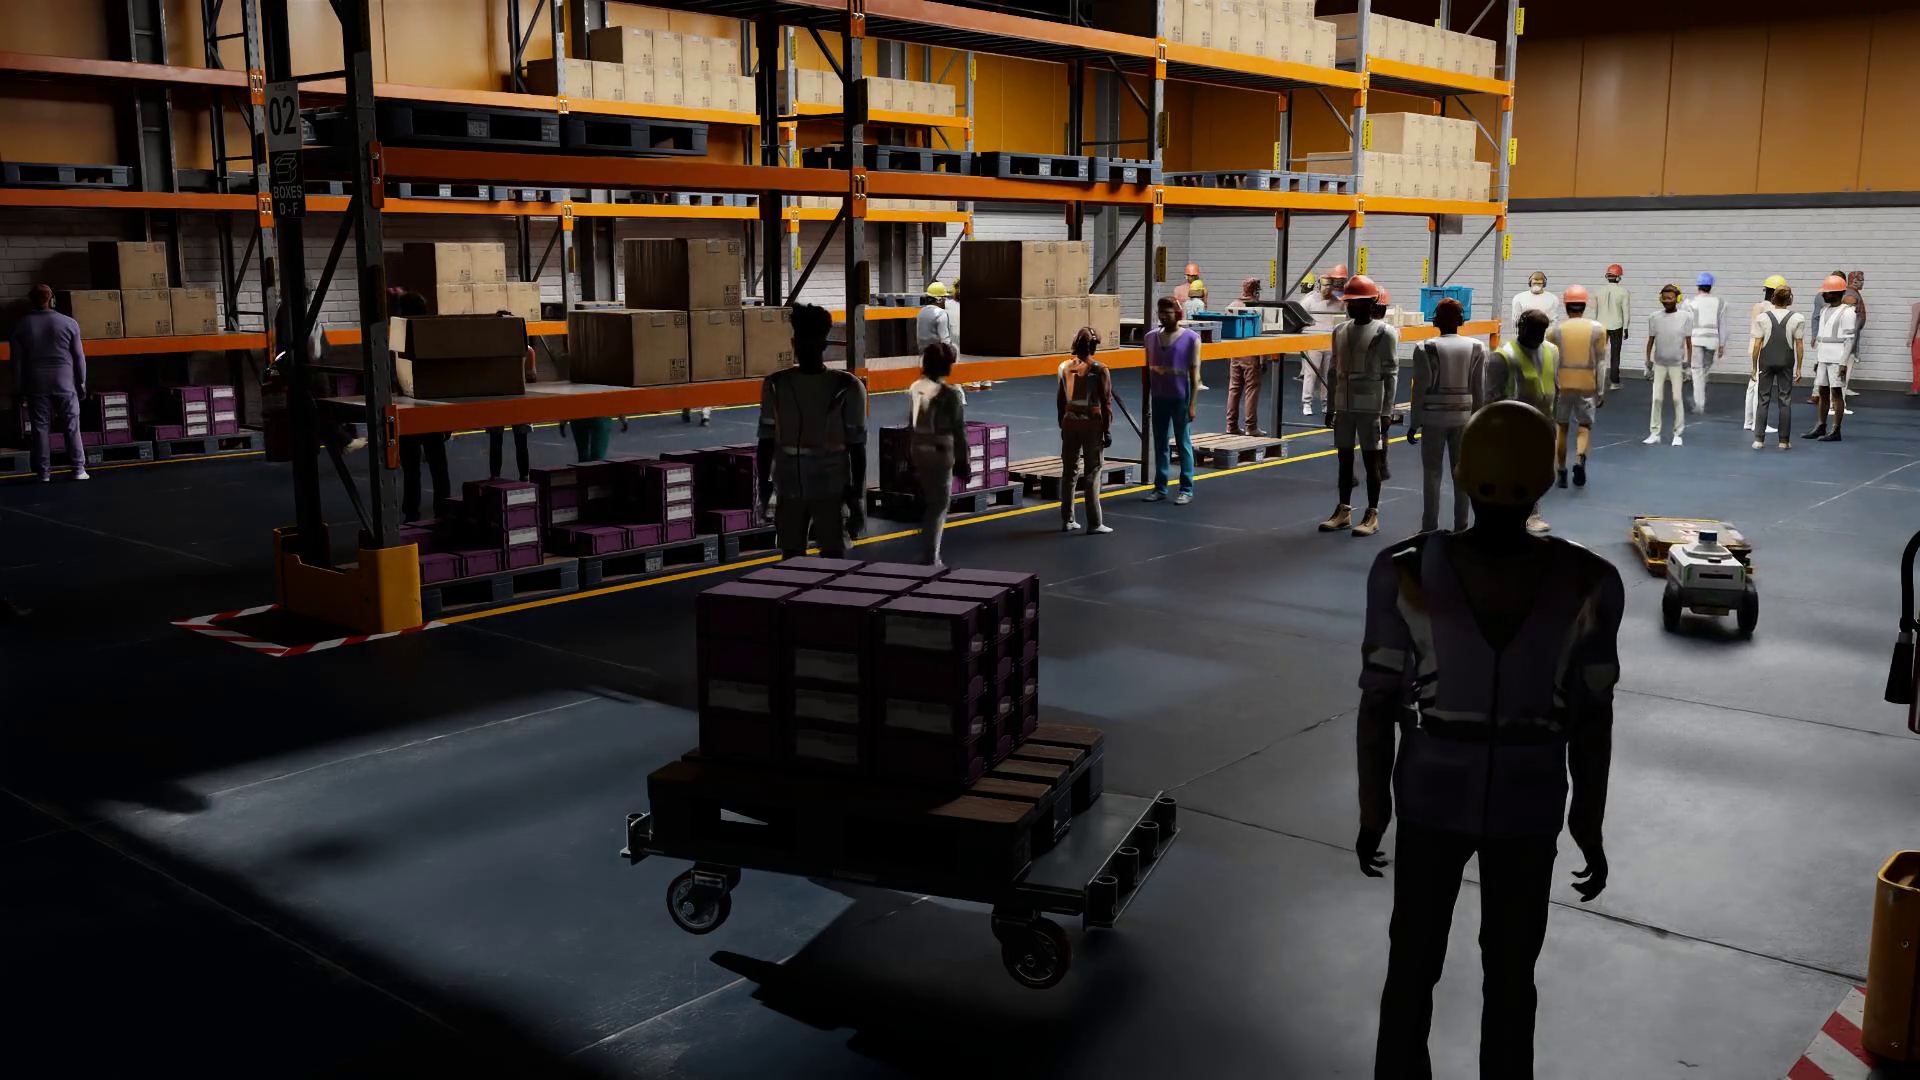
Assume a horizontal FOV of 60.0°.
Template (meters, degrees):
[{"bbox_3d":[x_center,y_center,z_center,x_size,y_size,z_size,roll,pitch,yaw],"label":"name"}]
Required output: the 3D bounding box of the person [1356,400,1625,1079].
[{"bbox_3d":[1.221,0.627,3.888,0.585,1.917,0.381,2,10,10],"label":"person"}]

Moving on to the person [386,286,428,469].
[{"bbox_3d":[-5.681,-1.651,17.001,0.496,1.867,0.599,-9,14,-42],"label":"person"}]

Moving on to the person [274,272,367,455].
[{"bbox_3d":[-6.987,-1.905,17.956,0.693,2.000,0.953,8,13,38],"label":"person"}]

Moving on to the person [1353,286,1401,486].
[{"bbox_3d":[3.899,-1.463,15.867,0.555,1.902,0.958,6,12,32],"label":"person"}]

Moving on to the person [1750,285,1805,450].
[{"bbox_3d":[9.152,-1.929,18.644,0.517,1.843,0.325,5,11,26],"label":"person"}]

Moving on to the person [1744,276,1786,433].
[{"bbox_3d":[9.915,-2.283,20.457,0.382,1.917,0.585,1,10,8],"label":"person"}]

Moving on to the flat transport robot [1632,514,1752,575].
[{"bbox_3d":[5.270,0.021,12.023,0.652,0.197,1.431,3,10,17],"label":"flat transport robot"}]

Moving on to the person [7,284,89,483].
[{"bbox_3d":[-8.761,-1.498,16.017,0.638,1.911,0.406,-5,11,-26],"label":"person"}]

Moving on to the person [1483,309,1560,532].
[{"bbox_3d":[4.361,-0.904,13.008,0.776,1.796,0.540,-4,11,-20],"label":"person"}]

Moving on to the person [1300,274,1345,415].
[{"bbox_3d":[4.908,-2.631,22.479,0.652,1.904,0.402,-2,10,-12],"label":"person"}]

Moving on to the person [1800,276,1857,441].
[{"bbox_3d":[10.187,-2.117,19.465,0.375,1.934,0.547,-1,10,-8],"label":"person"}]

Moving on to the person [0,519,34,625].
[{"bbox_3d":[-5.938,-0.367,9.649,0.566,1.895,0.890,5,11,25],"label":"person"}]

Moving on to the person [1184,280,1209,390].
[{"bbox_3d":[3.775,-3.278,26.617,0.296,1.745,0.485,-6,12,-30],"label":"person"}]

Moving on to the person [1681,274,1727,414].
[{"bbox_3d":[10.189,-2.714,22.960,0.608,1.891,1.004,0,10,1],"label":"person"}]

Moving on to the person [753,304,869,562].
[{"bbox_3d":[-0.801,-0.267,8.875,0.675,1.963,0.387,3,10,15],"label":"person"}]

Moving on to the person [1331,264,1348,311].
[{"bbox_3d":[5.427,-2.893,23.647,0.619,2.021,0.792,-1,10,-8],"label":"person"}]

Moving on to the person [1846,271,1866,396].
[{"bbox_3d":[13.689,-3.176,25.576,0.399,1.907,0.644,2,10,12],"label":"person"}]

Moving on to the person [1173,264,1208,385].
[{"bbox_3d":[3.802,-3.548,27.437,0.612,1.995,0.382,-3,10,-15],"label":"person"}]

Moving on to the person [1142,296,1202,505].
[{"bbox_3d":[1.872,-1.228,14.691,0.564,1.835,0.385,8,13,38],"label":"person"}]

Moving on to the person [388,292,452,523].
[{"bbox_3d":[-4.197,-0.963,12.950,0.592,1.917,0.392,2,10,11],"label":"person"}]

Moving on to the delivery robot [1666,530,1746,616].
[{"bbox_3d":[4.496,0.182,10.031,0.477,0.478,0.707,3,10,14],"label":"delivery robot"}]

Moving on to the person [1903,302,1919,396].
[{"bbox_3d":[14.727,-3.079,25.421,0.534,1.767,0.318,-1,10,-8],"label":"person"}]

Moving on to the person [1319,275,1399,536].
[{"bbox_3d":[3.121,-1.050,13.079,0.378,2.041,0.616,-8,13,-40],"label":"person"}]

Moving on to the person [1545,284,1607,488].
[{"bbox_3d":[5.732,-1.423,15.542,0.571,1.924,0.504,3,10,17],"label":"person"}]

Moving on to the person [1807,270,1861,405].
[{"bbox_3d":[12.616,-2.915,24.017,0.628,1.933,0.378,10,14,44],"label":"person"}]

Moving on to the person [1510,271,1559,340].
[{"bbox_3d":[7.978,-2.761,23.135,0.627,1.934,0.372,2,10,13],"label":"person"}]

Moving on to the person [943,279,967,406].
[{"bbox_3d":[-0.044,-2.861,24.082,0.515,1.820,0.953,-4,11,-20],"label":"person"}]

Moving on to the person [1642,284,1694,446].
[{"bbox_3d":[8.110,-1.998,19.043,0.527,1.855,0.380,7,12,36],"label":"person"}]

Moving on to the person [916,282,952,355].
[{"bbox_3d":[-0.301,-2.297,20.775,0.404,1.834,0.591,-7,12,-33],"label":"person"}]

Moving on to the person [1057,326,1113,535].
[{"bbox_3d":[0.984,-0.860,13.145,0.517,1.641,0.308,8,13,40],"label":"person"}]

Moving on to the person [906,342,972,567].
[{"bbox_3d":[-0.127,-0.518,11.246,0.507,1.620,0.543,-8,13,-37],"label":"person"}]

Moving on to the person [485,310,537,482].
[{"bbox_3d":[-4.099,-1.225,15.064,0.532,1.696,0.319,-2,10,-12],"label":"person"}]

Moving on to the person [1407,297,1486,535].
[{"bbox_3d":[3.689,-0.893,12.640,0.583,1.882,0.337,-1,10,-7],"label":"person"}]

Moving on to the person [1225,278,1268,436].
[{"bbox_3d":[3.481,-2.199,20.042,0.404,1.900,0.645,-8,13,-38],"label":"person"}]

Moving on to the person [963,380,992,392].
[{"bbox_3d":[0.292,-3.285,26.129,0.356,1.931,0.631,8,13,38],"label":"person"}]

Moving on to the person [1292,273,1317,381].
[{"bbox_3d":[5.886,-3.608,28.241,0.403,1.834,0.589,-1,10,-5],"label":"person"}]

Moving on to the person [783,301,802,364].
[{"bbox_3d":[-1.778,-1.740,18.010,0.549,1.694,0.341,9,14,43],"label":"person"}]

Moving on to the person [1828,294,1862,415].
[{"bbox_3d":[12.015,-2.516,22.592,0.505,1.631,0.278,-3,10,-17],"label":"person"}]

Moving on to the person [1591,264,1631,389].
[{"bbox_3d":[10.446,-3.418,26.696,0.621,1.994,0.381,9,13,42],"label":"person"}]

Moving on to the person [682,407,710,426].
[{"bbox_3d":[-3.374,-2.355,21.259,0.623,1.782,0.932,-3,10,-17],"label":"person"}]

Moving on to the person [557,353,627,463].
[{"bbox_3d":[-3.089,-1.028,13.911,0.539,1.731,0.921,0,10,1],"label":"person"}]
